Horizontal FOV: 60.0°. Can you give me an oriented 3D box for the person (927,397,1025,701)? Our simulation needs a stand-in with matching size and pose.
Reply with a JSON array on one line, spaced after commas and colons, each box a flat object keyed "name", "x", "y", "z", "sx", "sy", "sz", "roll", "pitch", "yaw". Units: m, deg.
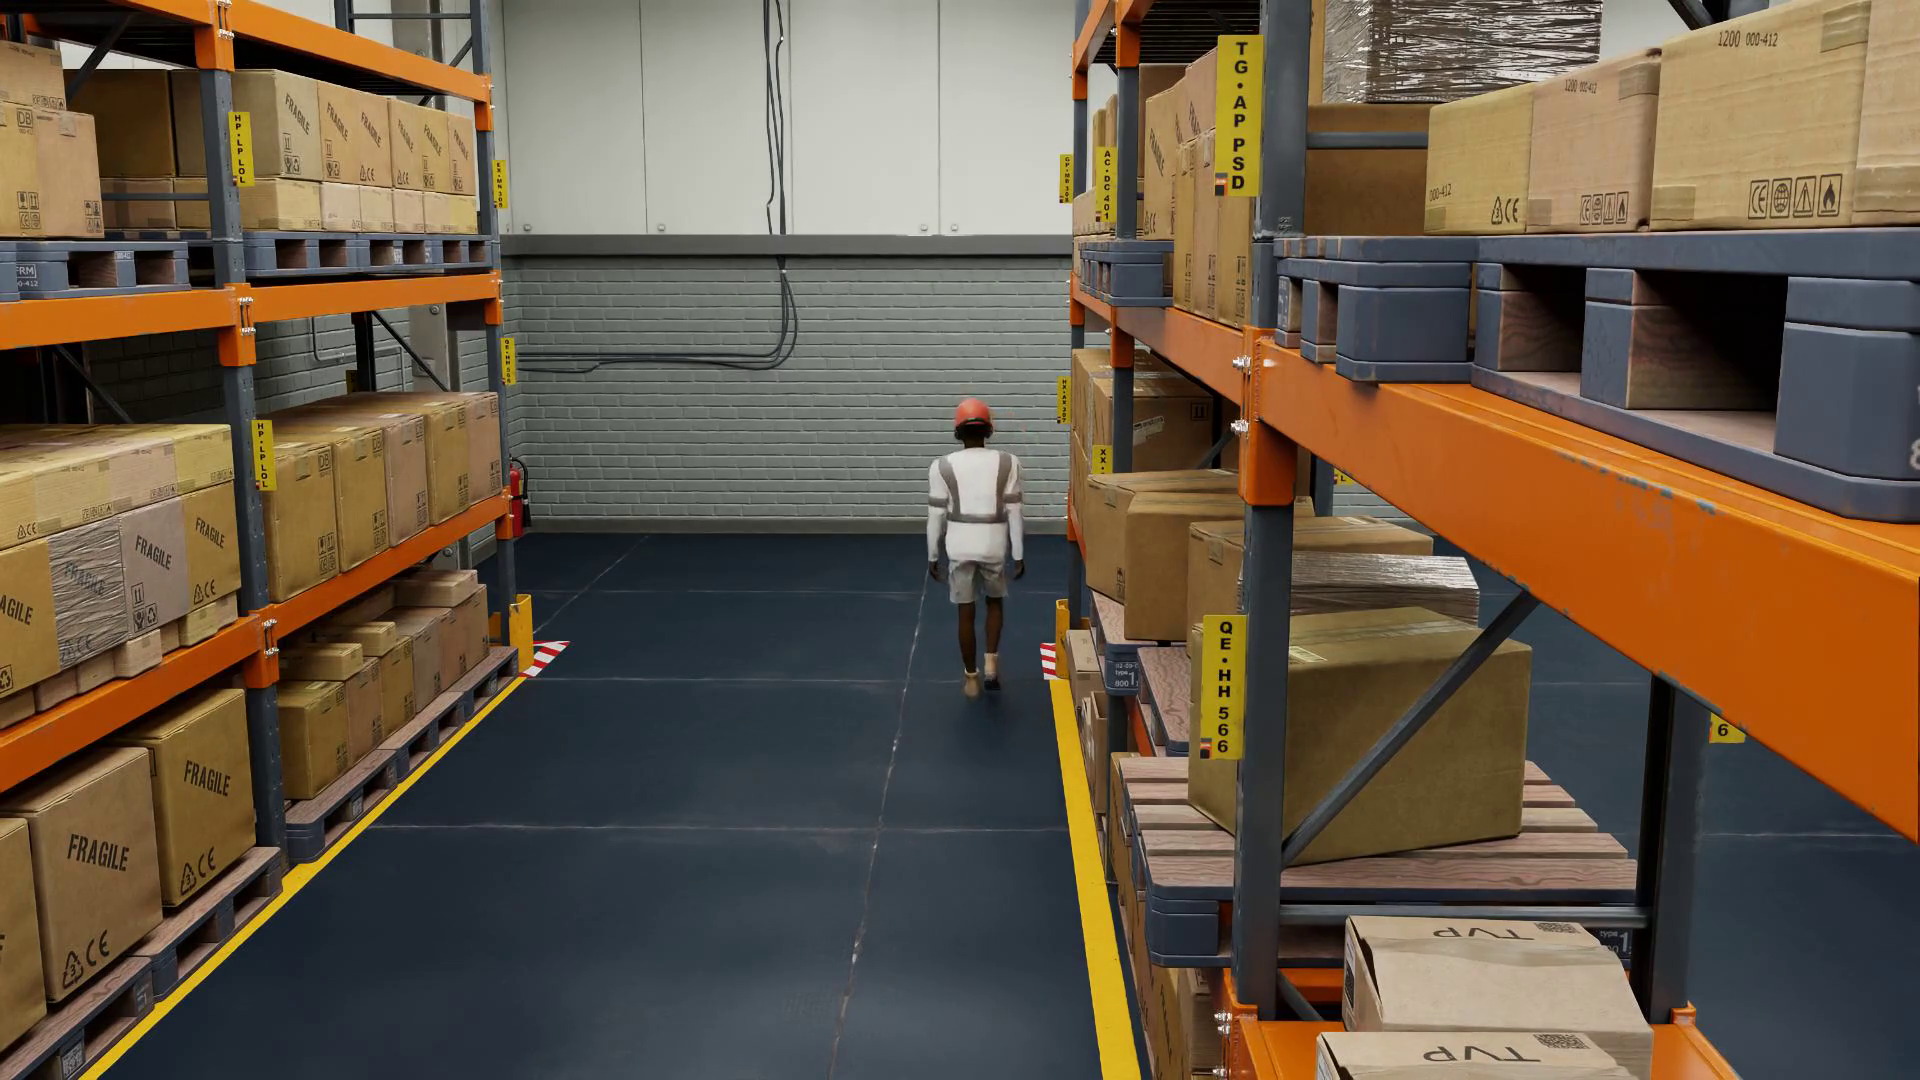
[{"name": "person", "x": 0.100, "y": 0.064, "z": 11.088, "sx": 0.653, "sy": 2.025, "sz": 0.443, "roll": 0, "pitch": 10, "yaw": -3}]
